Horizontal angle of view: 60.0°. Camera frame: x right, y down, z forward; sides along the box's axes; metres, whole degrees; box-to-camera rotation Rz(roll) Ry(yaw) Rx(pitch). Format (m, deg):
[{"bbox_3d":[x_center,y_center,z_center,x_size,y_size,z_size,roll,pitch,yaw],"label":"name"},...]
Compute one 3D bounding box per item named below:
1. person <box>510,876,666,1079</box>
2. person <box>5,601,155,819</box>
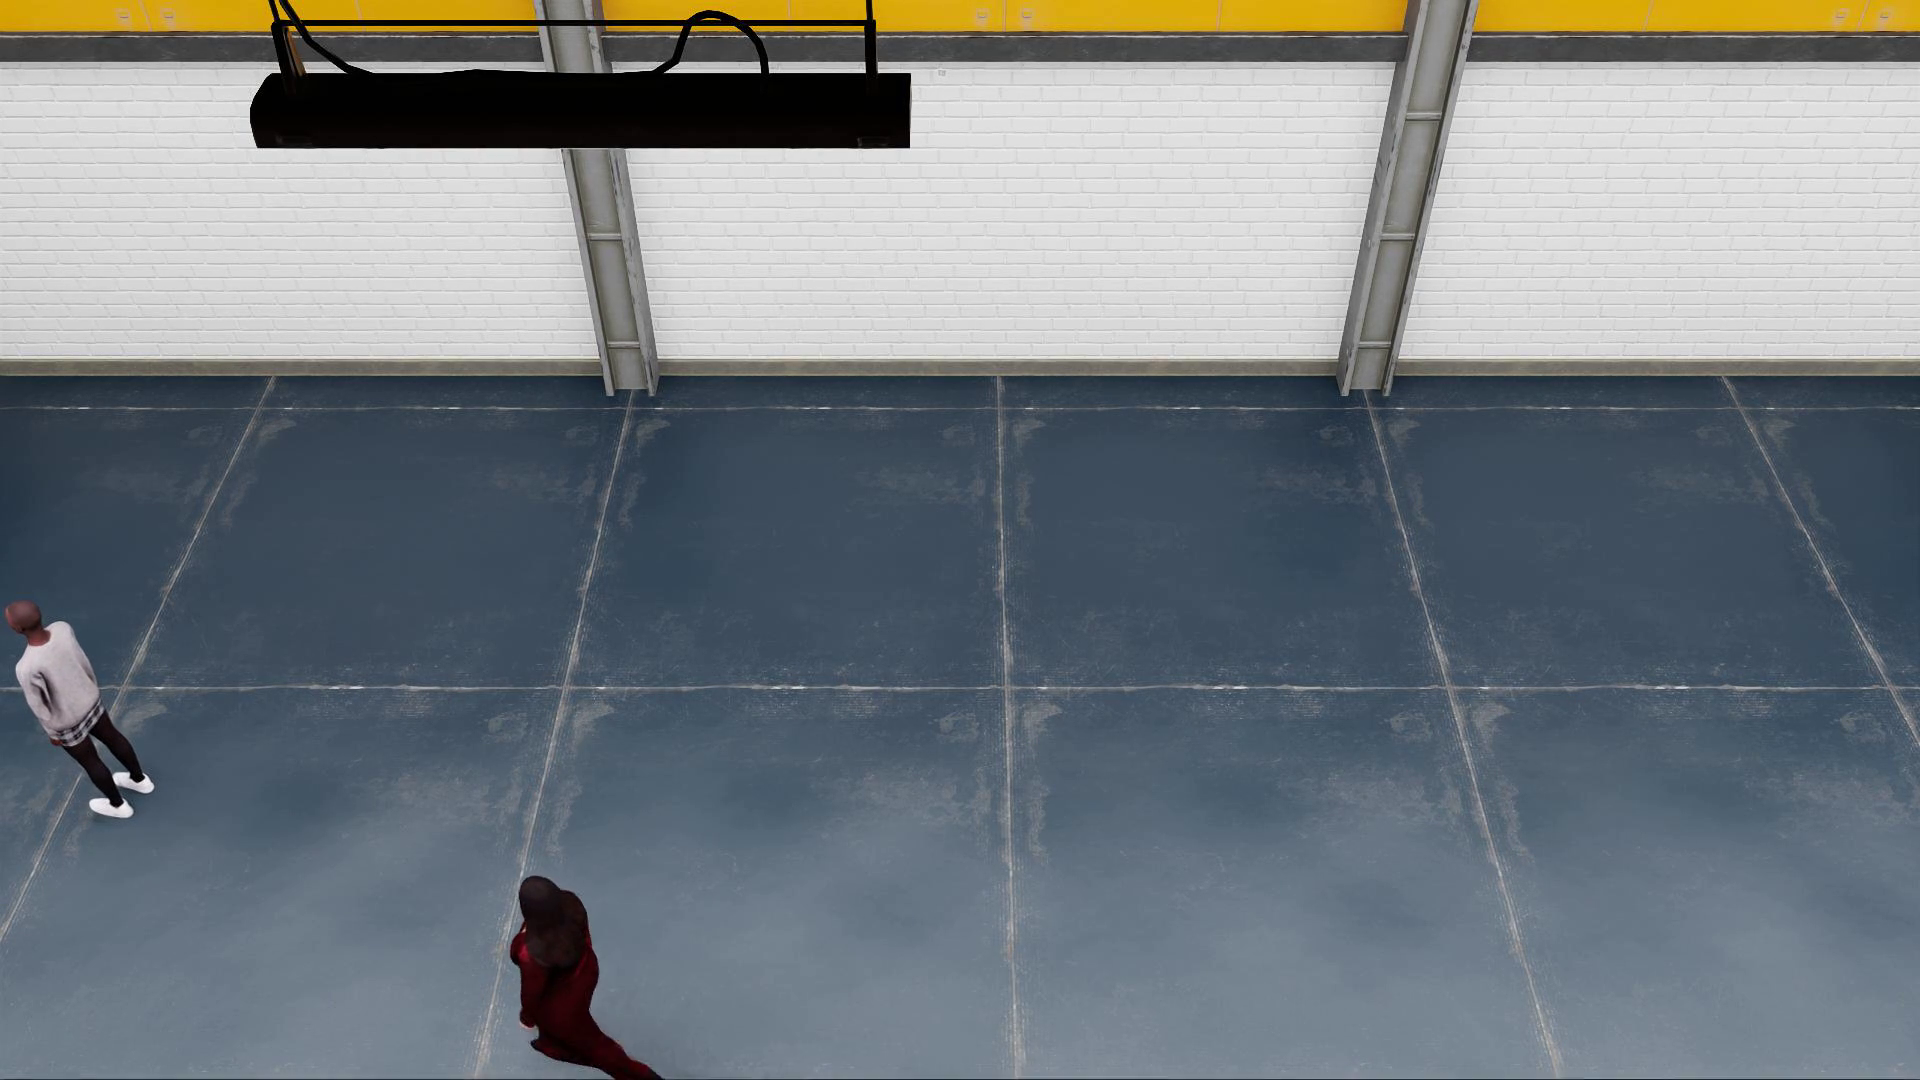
[{"bbox_3d":[-1.960,2.353,8.617,1.118,1.723,0.790,7,44,7],"label":"person"},{"bbox_3d":[-5.305,1.014,9.989,0.595,1.770,0.647,8,44,8],"label":"person"}]
